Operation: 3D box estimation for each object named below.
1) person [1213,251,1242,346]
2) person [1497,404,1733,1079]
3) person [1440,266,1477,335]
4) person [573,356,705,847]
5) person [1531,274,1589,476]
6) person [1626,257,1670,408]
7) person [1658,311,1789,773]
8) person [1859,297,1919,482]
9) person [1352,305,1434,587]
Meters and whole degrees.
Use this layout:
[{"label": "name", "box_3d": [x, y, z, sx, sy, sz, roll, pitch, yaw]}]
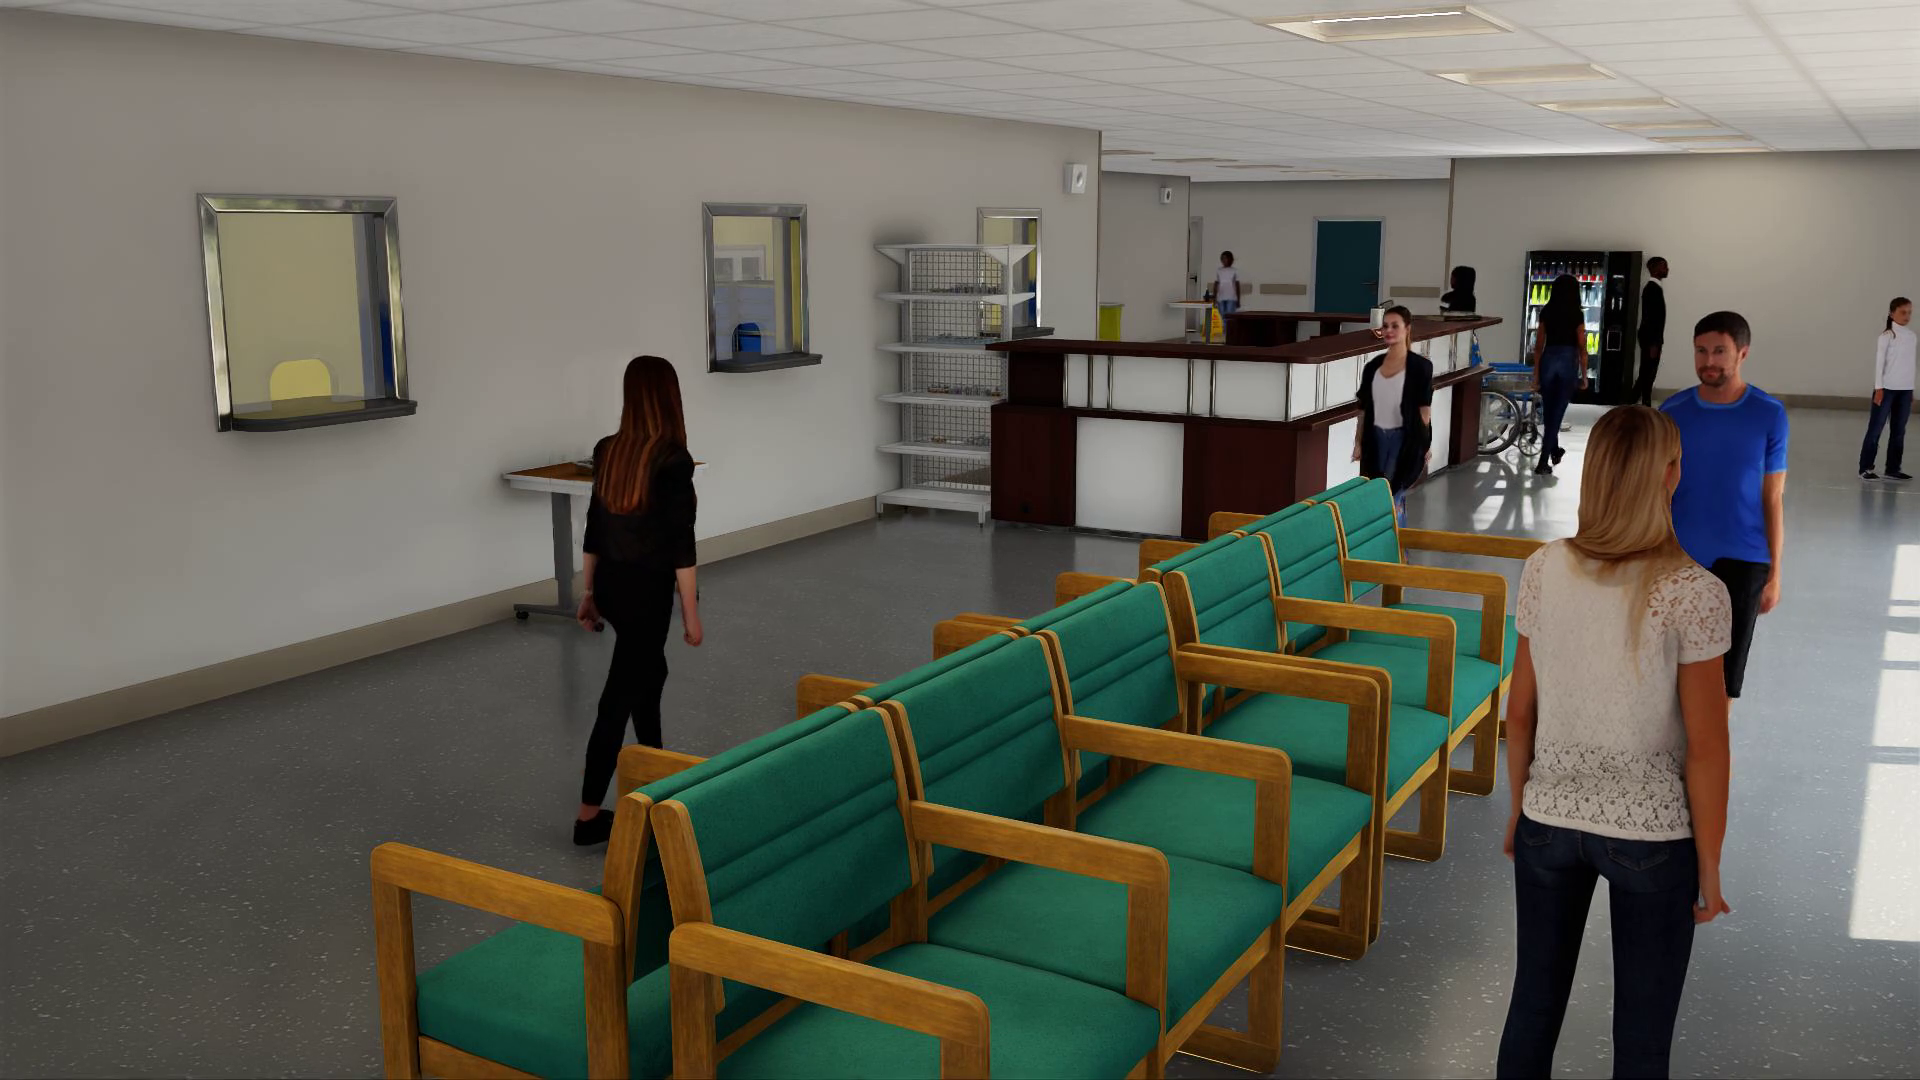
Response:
[{"label": "person", "box_3d": [4.507, -3.971, 27.924, 0.972, 1.685, 0.647, 5, 12, 27]}, {"label": "person", "box_3d": [1.315, 0.621, 3.397, 0.713, 1.809, 0.523, -10, 15, -44]}, {"label": "person", "box_3d": [5.205, -1.970, 17.343, 0.930, 1.699, 1.198, -7, 13, -34]}, {"label": "person", "box_3d": [-1.192, 0.232, 5.813, 0.905, 1.671, 0.766, 9, 14, 41]}, {"label": "person", "box_3d": [5.099, -1.380, 14.239, 1.029, 1.697, 0.675, 7, 13, 33]}, {"label": "person", "box_3d": [7.513, -2.204, 18.199, 0.770, 1.839, 0.692, 4, 12, 21]}, {"label": "person", "box_3d": [2.784, 0.112, 6.082, 1.189, 1.806, 0.800, 8, 14, 37]}, {"label": "person", "box_3d": [7.909, -1.278, 14.077, 0.616, 1.558, 0.690, -3, 11, -13]}, {"label": "person", "box_3d": [2.665, -0.561, 10.016, 0.836, 1.662, 0.863, -10, 15, -43]}]
